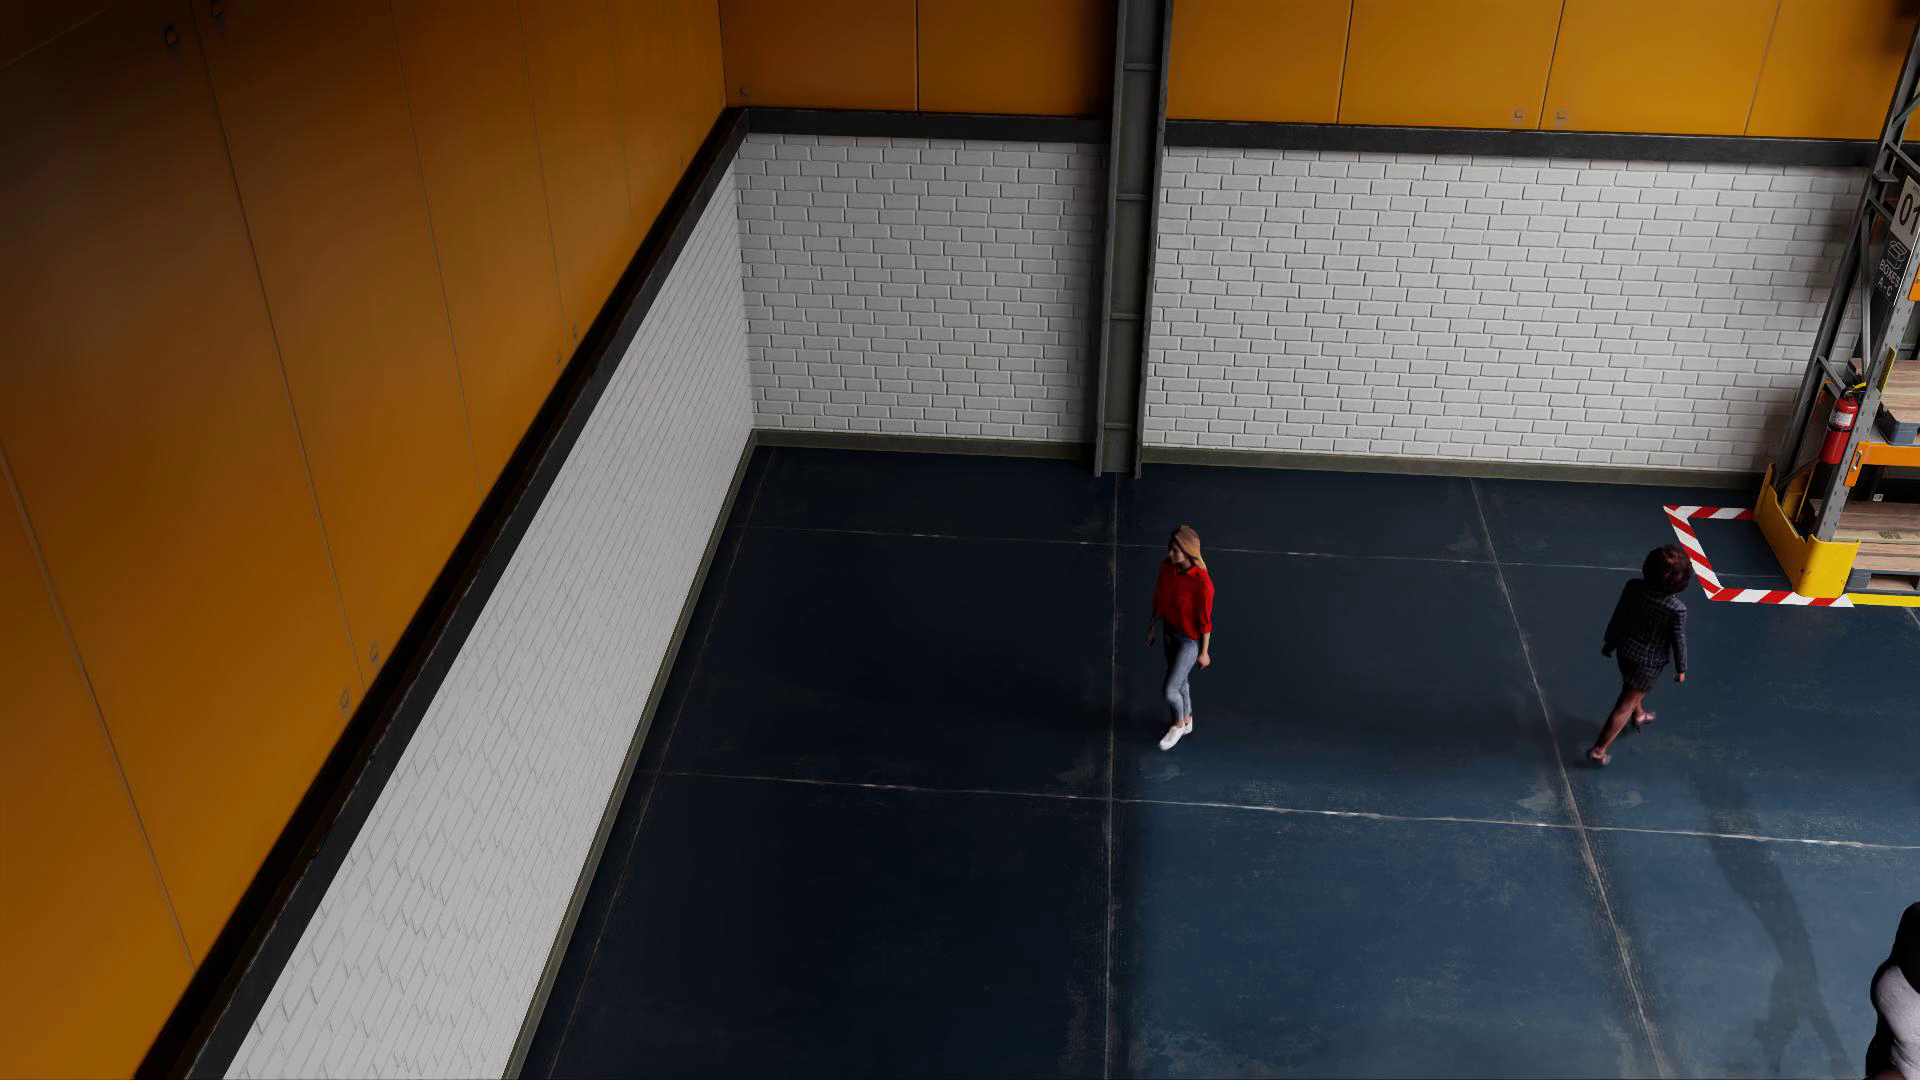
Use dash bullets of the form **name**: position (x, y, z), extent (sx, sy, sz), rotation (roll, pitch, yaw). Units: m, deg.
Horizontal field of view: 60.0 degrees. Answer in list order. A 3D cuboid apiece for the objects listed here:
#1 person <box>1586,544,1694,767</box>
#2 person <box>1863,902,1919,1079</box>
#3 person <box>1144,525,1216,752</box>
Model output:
- **person**: position (4.296, 0.798, 10.658), extent (1.087, 1.671, 0.970), rotation (-18, 38, -25)
- **person**: position (4.659, 2.357, 8.248), extent (0.987, 1.742, 0.806), rotation (-6, 34, -10)
- **person**: position (1.519, 0.615, 10.915), extent (0.805, 1.691, 0.756), rotation (-22, 39, -29)
